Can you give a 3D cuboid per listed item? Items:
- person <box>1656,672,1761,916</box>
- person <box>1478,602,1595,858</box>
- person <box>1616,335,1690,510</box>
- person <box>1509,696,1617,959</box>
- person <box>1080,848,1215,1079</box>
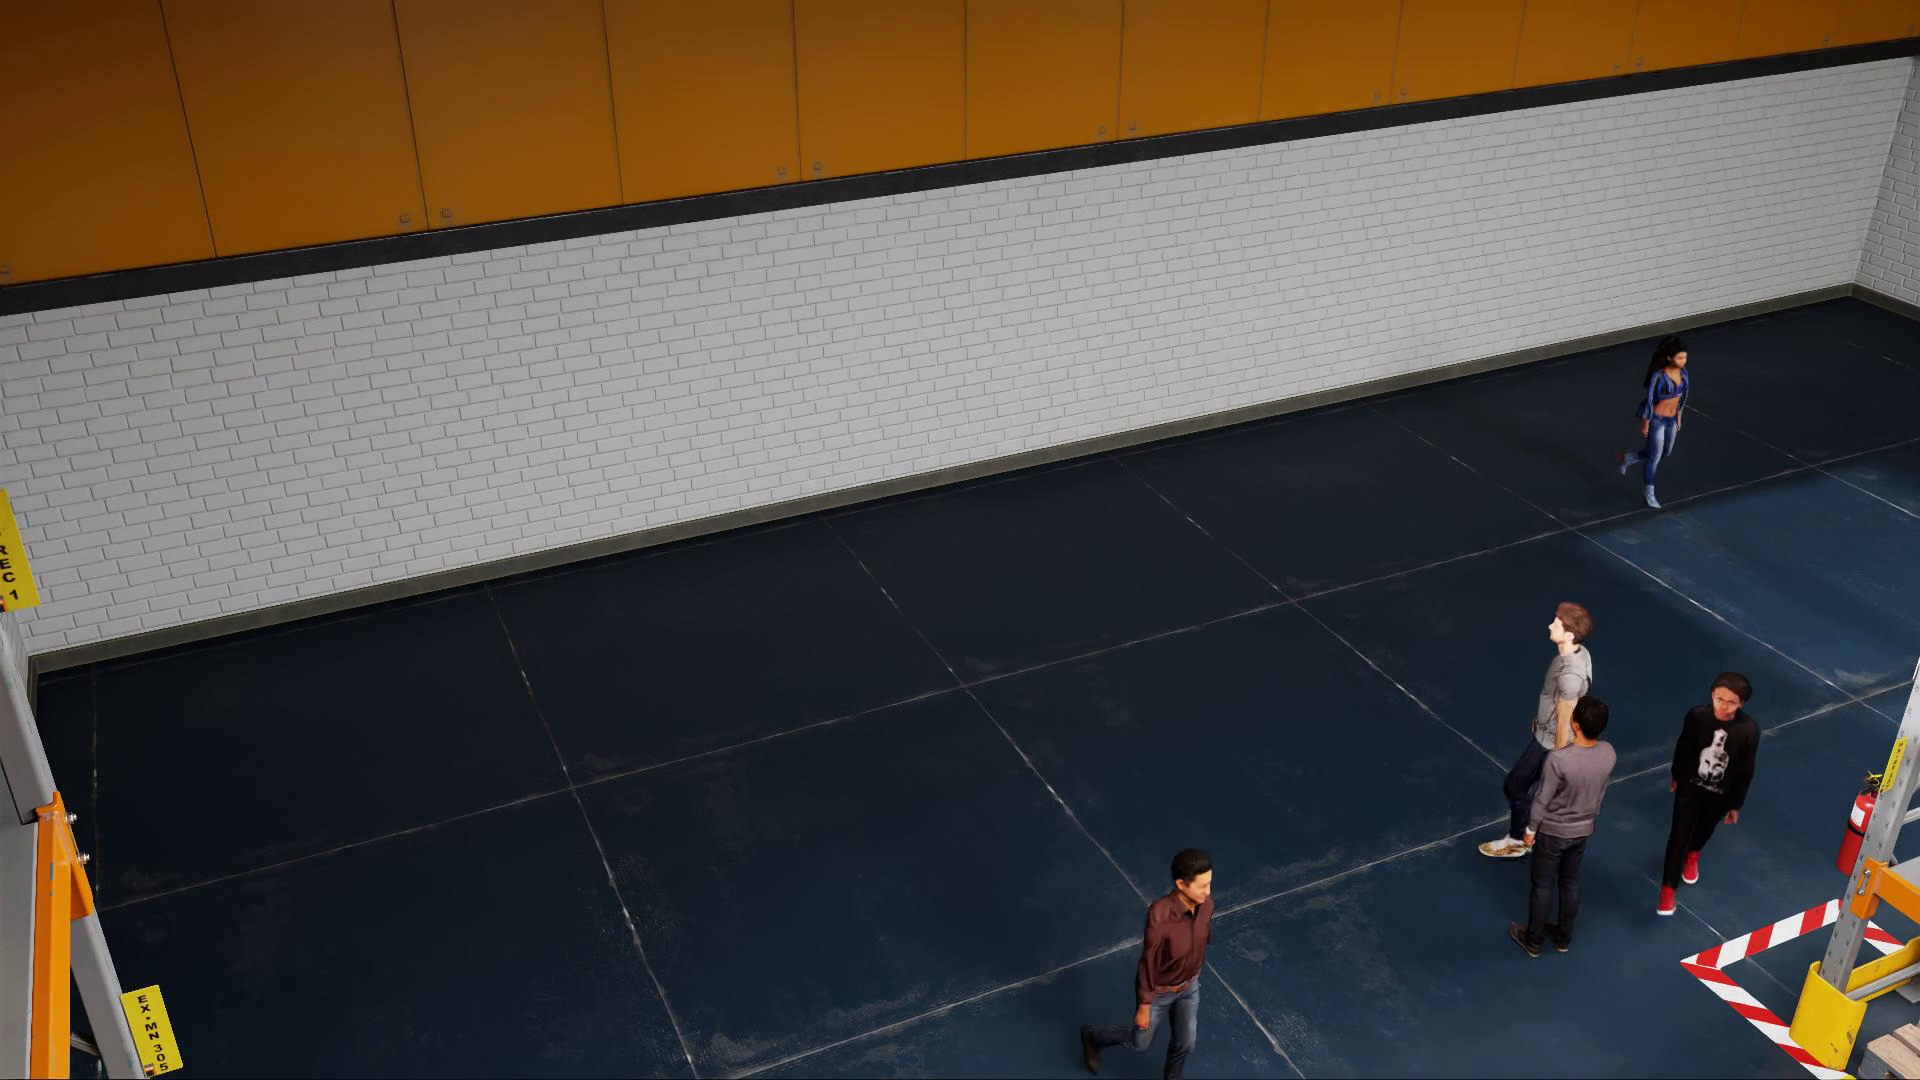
[{"bbox_3d":[4.622,1.483,10.251,1.061,1.630,1.069,13,31,22],"label":"person"},{"bbox_3d":[3.810,1.260,10.402,0.951,1.876,0.891,11,30,19],"label":"person"},{"bbox_3d":[6.268,-1.091,14.992,0.612,1.610,0.820,-13,31,-22],"label":"person"},{"bbox_3d":[3.540,1.689,9.732,0.545,1.766,0.647,-13,31,-22],"label":"person"},{"bbox_3d":[1.005,2.285,8.650,0.807,1.755,1.071,-18,33,-29],"label":"person"}]
